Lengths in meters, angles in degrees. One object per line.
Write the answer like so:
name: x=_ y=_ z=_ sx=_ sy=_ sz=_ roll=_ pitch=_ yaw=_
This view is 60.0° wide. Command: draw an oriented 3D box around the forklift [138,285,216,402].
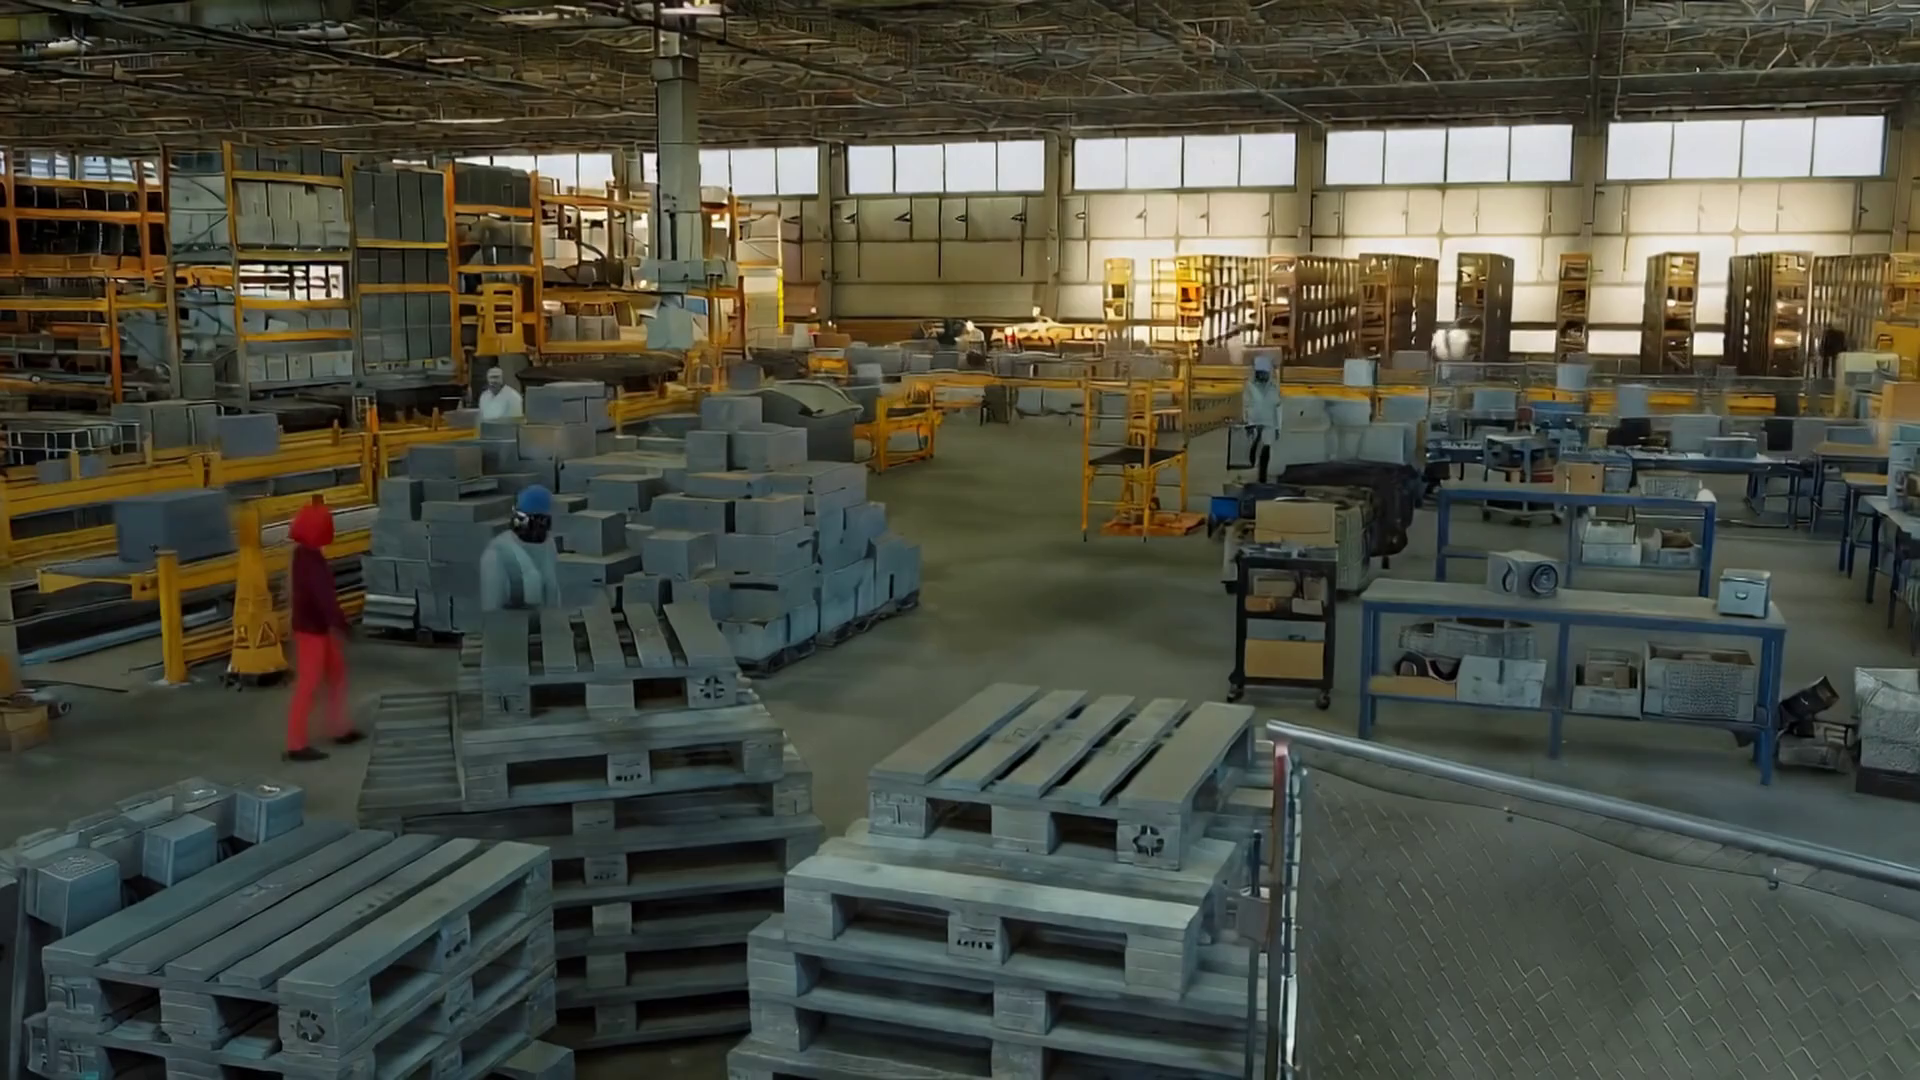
forklift: x=-17.480 y=-4.200 z=36.461 sx=1.873 sy=2.768 sz=1.129 roll=3 pitch=10 yaw=19

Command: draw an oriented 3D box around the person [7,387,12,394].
person: x=-19.737 y=-3.389 z=34.066 sx=0.475 sy=2.025 sz=0.614 roll=4 pitch=10 yaw=24

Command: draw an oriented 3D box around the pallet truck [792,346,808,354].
pallet truck: x=-3.705 y=-4.298 z=42.022 sx=0.653 sy=1.274 sz=1.630 roll=3 pitch=10 yaw=20

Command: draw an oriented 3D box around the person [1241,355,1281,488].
person: x=4.285 y=-1.689 z=23.716 sx=0.554 sy=1.916 sz=0.599 roll=1 pitch=9 yaw=6

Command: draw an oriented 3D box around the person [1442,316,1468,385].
person: x=12.598 y=-4.734 z=42.592 sx=0.629 sy=1.992 sz=0.987 roll=-4 pitch=10 yaw=-24

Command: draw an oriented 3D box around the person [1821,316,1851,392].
person: x=22.691 y=-4.801 z=43.047 sx=0.655 sy=1.975 sz=0.567 roll=3 pitch=10 yaw=19

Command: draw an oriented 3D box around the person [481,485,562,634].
person: x=-2.653 y=0.560 z=10.027 sx=0.646 sy=1.794 sz=0.611 roll=6 pitch=11 yaw=33

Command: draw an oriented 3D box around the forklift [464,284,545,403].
forklift: x=-10.832 y=-4.702 z=39.610 sx=1.129 sy=2.768 sz=1.873 roll=3 pitch=10 yaw=20

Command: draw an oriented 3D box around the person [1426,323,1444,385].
person: x=12.229 y=-4.687 z=42.850 sx=0.444 sy=1.811 sz=0.617 roll=5 pitch=10 yaw=28

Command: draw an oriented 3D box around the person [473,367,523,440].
person: x=-5.915 y=-1.252 z=21.130 sx=0.670 sy=1.862 sz=0.937 roll=4 pitch=10 yaw=26

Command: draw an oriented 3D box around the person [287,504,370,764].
person: x=-3.955 y=0.582 z=10.420 sx=0.665 sy=1.612 sz=0.520 roll=-5 pitch=11 yaw=-31

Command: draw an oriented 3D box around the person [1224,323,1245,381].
person: x=7.002 y=-4.688 z=42.925 sx=0.916 sy=1.785 sz=0.609 roll=0 pitch=9 yaw=3

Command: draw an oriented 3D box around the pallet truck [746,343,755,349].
pallet truck: x=-6.183 y=-4.618 z=44.264 sx=1.601 sy=1.201 sz=0.680 roll=-9 pitch=12 yaw=-43

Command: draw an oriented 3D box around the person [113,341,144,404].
person: x=-14.404 y=-2.494 z=28.824 sx=0.594 sy=1.896 sz=0.473 roll=1 pitch=9 yaw=6
